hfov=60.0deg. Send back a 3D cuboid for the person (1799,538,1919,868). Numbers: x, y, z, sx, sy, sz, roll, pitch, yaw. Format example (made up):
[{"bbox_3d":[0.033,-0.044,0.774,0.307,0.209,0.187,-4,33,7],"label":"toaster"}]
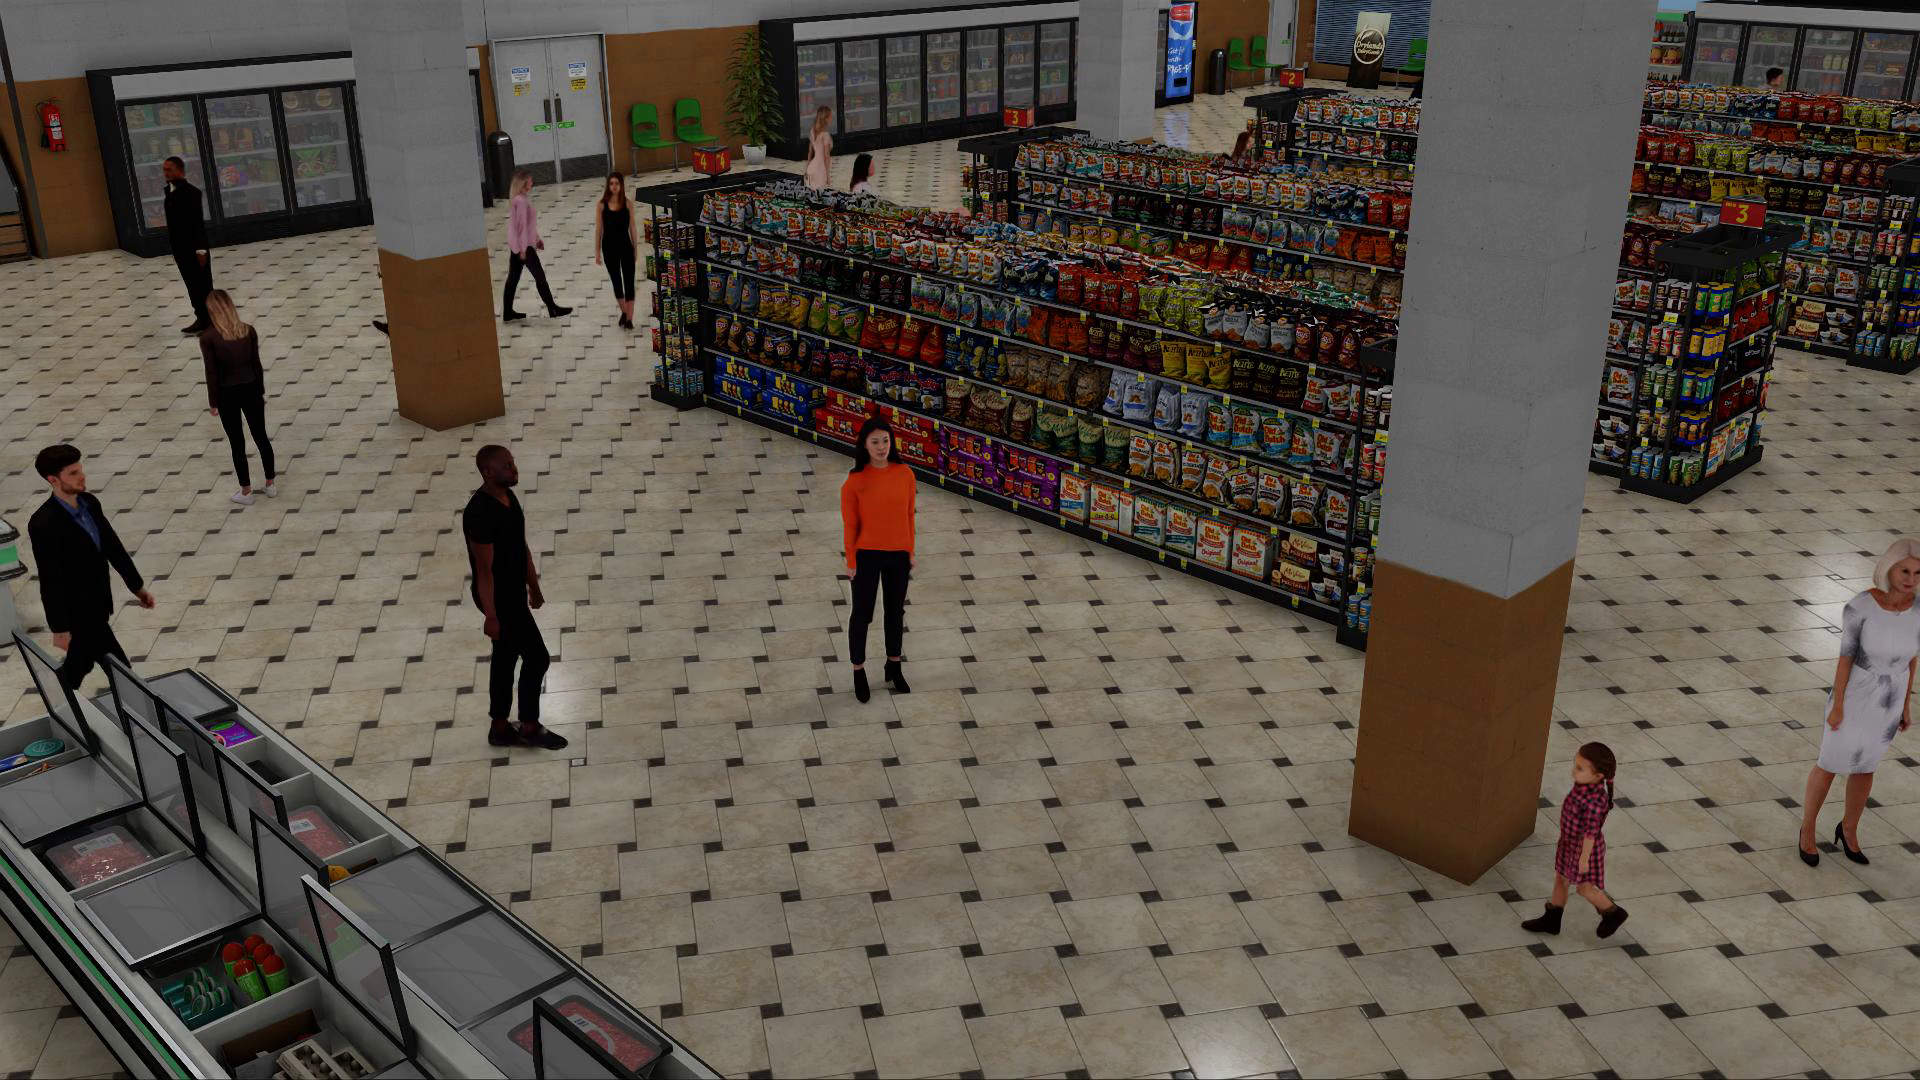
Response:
[{"bbox_3d":[4.461,0.794,8.195,0.641,1.749,0.692,-1,22,-2],"label":"person"}]

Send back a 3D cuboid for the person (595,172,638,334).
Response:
[{"bbox_3d":[-3.691,-3.124,18.023,0.997,1.693,1.069,0,22,0],"label":"person"}]

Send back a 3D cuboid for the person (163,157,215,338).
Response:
[{"bbox_3d":[-8.220,-3.144,17.787,0.576,1.905,0.772,16,27,34],"label":"person"}]

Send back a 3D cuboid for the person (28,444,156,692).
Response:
[{"bbox_3d":[-4.865,0.381,9.103,1.248,1.840,1.204,0,22,-1],"label":"person"}]

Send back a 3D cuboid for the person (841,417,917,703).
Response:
[{"bbox_3d":[-0.479,0.105,9.911,0.689,1.748,0.664,-10,24,-24],"label":"person"}]

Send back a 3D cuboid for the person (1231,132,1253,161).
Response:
[{"bbox_3d":[3.394,-4.254,20.873,1.059,1.664,0.642,19,29,39],"label":"person"}]

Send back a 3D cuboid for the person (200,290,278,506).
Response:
[{"bbox_3d":[-5.644,-1.120,13.019,0.514,1.705,0.617,18,28,37],"label":"person"}]

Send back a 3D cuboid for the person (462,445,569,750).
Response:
[{"bbox_3d":[-2.619,0.337,9.253,0.907,1.809,0.847,0,22,1],"label":"person"}]

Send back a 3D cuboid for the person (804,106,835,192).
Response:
[{"bbox_3d":[-1.967,-4.821,22.119,0.844,1.788,0.997,-13,25,-30],"label":"person"}]

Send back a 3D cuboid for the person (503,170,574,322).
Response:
[{"bbox_3d":[-4.893,-3.197,18.265,0.917,1.647,1.012,-11,24,-25],"label":"person"}]

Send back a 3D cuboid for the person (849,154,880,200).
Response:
[{"bbox_3d":[-1.208,-3.636,19.336,0.928,1.664,0.867,-3,22,-8],"label":"person"}]

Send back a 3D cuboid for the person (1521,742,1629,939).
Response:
[{"bbox_3d":[2.911,1.402,7.672,0.736,1.011,0.655,2,22,5],"label":"person"}]
